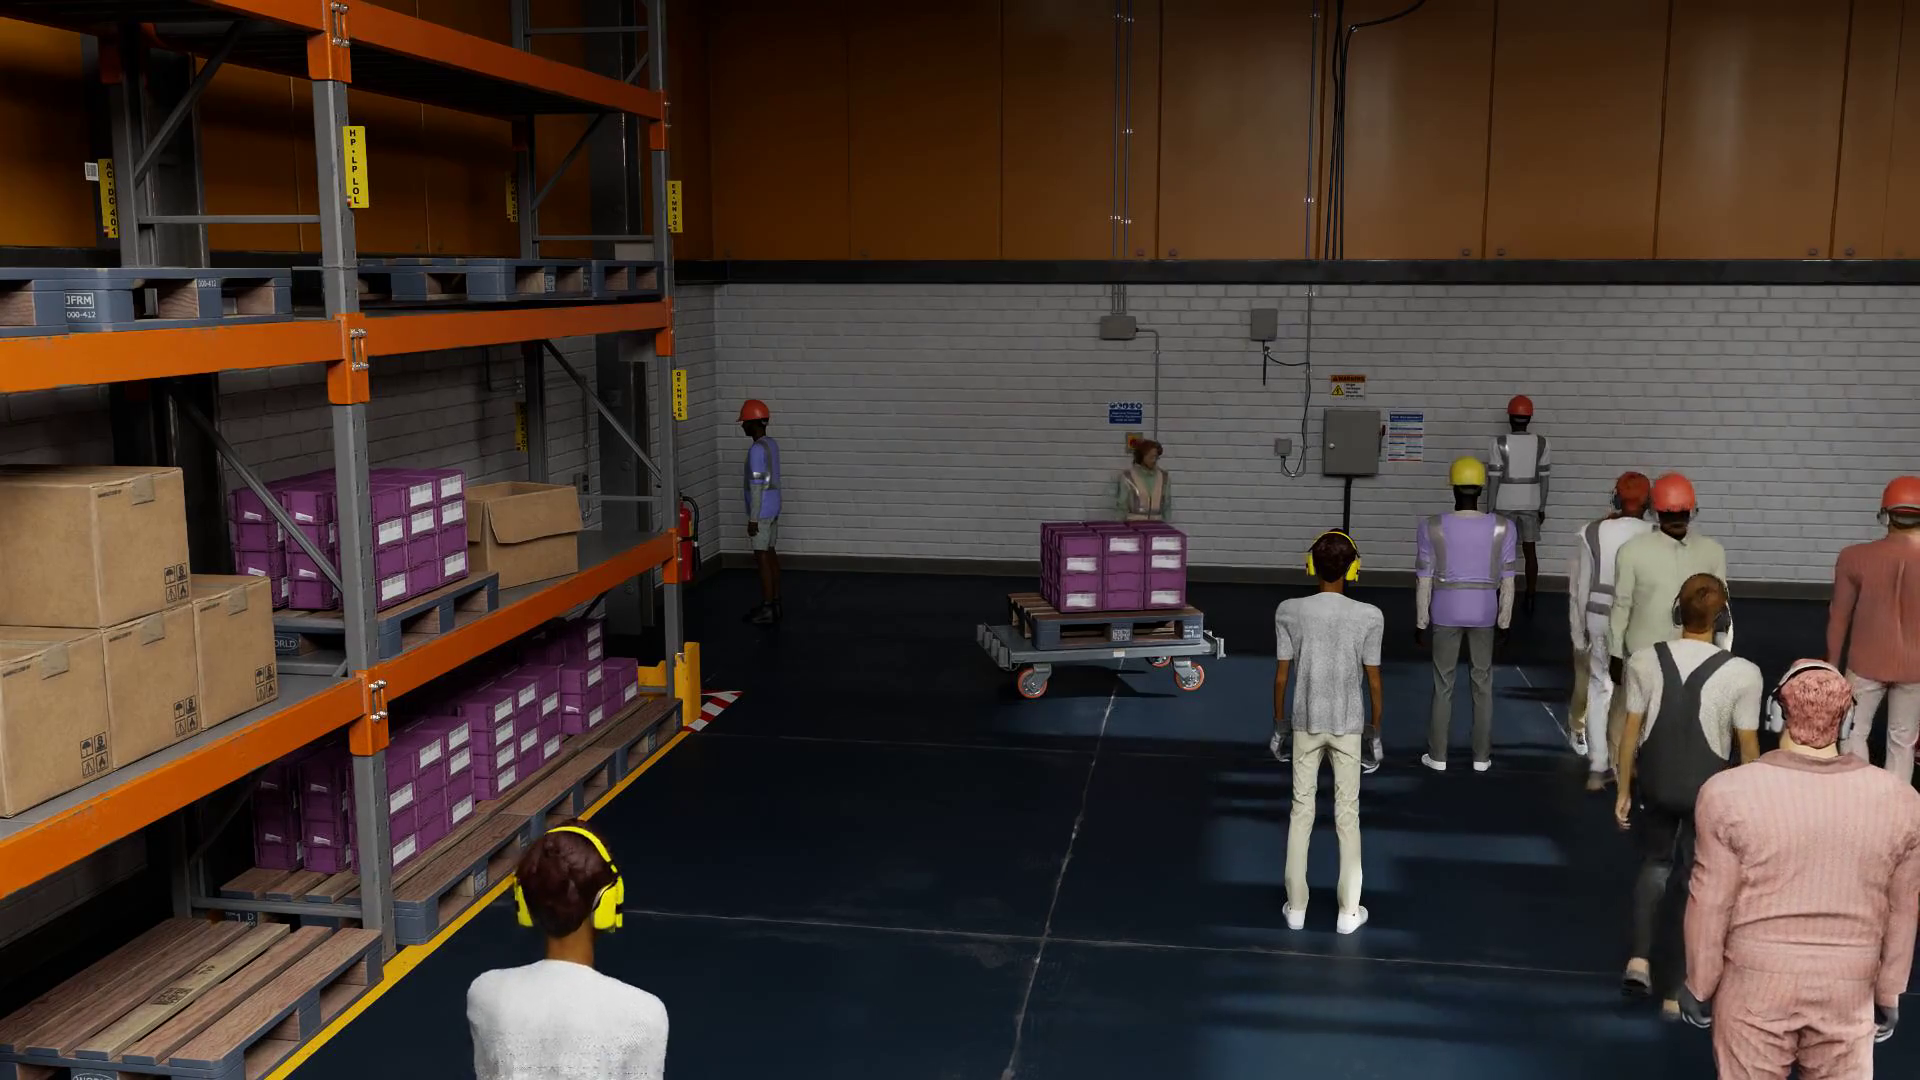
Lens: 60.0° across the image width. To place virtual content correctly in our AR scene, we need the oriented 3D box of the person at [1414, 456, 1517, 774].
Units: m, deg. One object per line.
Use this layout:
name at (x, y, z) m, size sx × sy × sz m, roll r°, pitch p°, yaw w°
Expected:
person at (3.030, 0.456, 10.026) m, size 0.587 × 1.929 × 0.361 m, roll 1°, pitch 9°, yaw 7°

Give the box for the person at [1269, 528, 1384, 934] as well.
person at (1.684, 0.874, 7.631) m, size 0.520 × 1.871 × 0.326 m, roll 3°, pitch 10°, yaw 16°

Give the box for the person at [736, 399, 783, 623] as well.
person at (-1.740, -0.251, 14.394) m, size 0.382 × 1.931 × 0.540 m, roll 1°, pitch 9°, yaw 6°

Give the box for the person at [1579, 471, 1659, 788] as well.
person at (3.952, 0.516, 9.879) m, size 0.575 × 1.854 × 0.765 m, roll 6°, pitch 11°, yaw 34°

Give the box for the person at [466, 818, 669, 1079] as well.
person at (-0.805, 1.515, 3.706) m, size 0.570 × 1.854 × 0.473 m, roll 3°, pitch 10°, yaw 19°

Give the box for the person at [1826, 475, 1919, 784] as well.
person at (4.817, 0.660, 8.605) m, size 0.611 × 1.982 × 0.595 m, roll 4°, pitch 10°, yaw 25°

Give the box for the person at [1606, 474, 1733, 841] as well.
person at (3.906, 0.588, 9.168) m, size 0.629 × 1.939 × 1.015 m, roll 0°, pitch 9°, yaw -3°

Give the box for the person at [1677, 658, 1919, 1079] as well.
person at (2.457, 1.294, 4.929) m, size 0.642 × 1.909 × 0.399 m, roll 1°, pitch 9°, yaw 7°

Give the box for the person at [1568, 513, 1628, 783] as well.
person at (3.921, 0.606, 10.111) m, size 0.483 × 1.596 × 0.776 m, roll 2°, pitch 9°, yaw 10°

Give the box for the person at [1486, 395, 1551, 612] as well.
person at (4.937, -0.318, 14.771) m, size 0.543 × 1.939 × 0.370 m, roll 1°, pitch 9°, yaw 4°

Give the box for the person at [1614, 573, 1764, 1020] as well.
person at (2.948, 1.039, 6.743) m, size 0.520 × 1.827 × 0.404 m, roll 8°, pitch 12°, yaw 39°

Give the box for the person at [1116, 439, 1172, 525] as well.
person at (1.536, -0.070, 14.224) m, size 0.543 × 1.620 × 0.507 m, roll -3°, pitch 10°, yaw -19°
